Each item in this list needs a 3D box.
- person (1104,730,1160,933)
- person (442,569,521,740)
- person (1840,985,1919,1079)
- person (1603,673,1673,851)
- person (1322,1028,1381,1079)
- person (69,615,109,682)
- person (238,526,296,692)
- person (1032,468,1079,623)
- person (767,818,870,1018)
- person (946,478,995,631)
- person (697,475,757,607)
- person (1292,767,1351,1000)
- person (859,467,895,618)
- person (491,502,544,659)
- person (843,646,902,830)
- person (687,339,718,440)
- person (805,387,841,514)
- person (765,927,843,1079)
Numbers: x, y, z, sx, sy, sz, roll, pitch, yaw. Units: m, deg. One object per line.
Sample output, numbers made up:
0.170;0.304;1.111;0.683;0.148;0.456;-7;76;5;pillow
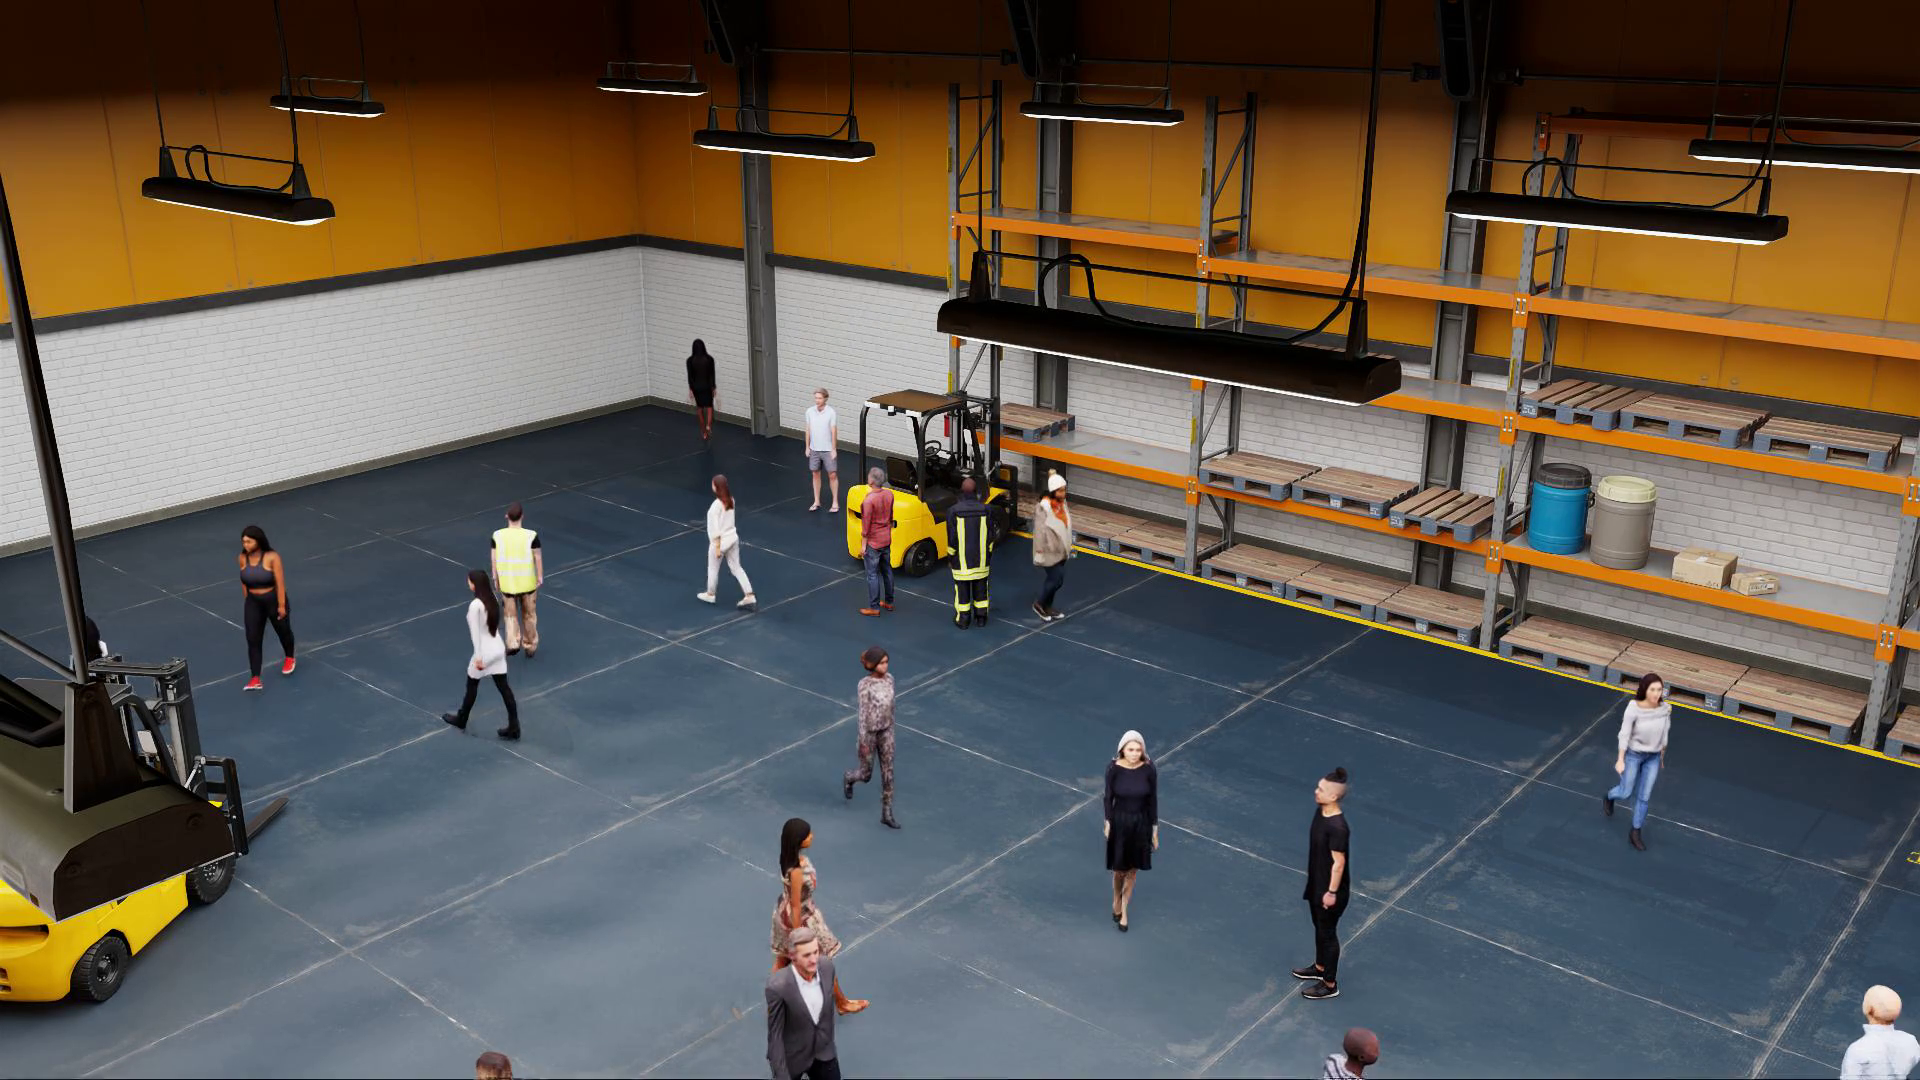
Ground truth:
1.351;2.301;13.304;0.763;1.735;0.823;-1;19;-4;person
-4.633;1.176;16.596;1.170;1.766;0.874;7;20;19;person
5.369;3.493;9.748;1.106;1.747;1.235;-4;19;-11;person
5.970;1.900;14.682;0.922;1.615;0.986;-2;19;-6;person
2.084;3.566;9.487;0.910;1.775;0.847;-3;19;-9;person
-8.099;1.515;15.717;0.913;1.685;0.839;1;19;2;person
-7.477;0.690;18.050;1.213;1.760;1.213;0;19;1;person
1.013;0.051;19.751;0.737;1.886;0.771;10;21;28;person
-1.267;2.780;12.068;1.040;1.617;1.033;-5;19;-14;person
0.119;0.143;19.579;0.861;1.821;0.892;-4;19;-12;person
-2.780;0.046;20.130;1.113;1.653;0.745;10;21;28;person
2.737;2.534;12.410;0.810;1.864;0.766;-1;19;-2;person
-0.989;0.004;19.971;0.531;1.834;0.678;14;23;37;person
-4.930;0.493;18.525;0.915;1.830;0.977;-4;19;-11;person
-0.805;1.758;14.982;0.739;1.694;1.045;-13;23;-34;person
-4.244;-2.460;27.491;0.921;1.705;0.999;-3;19;-8;person
-1.959;-1.311;23.884;0.620;1.828;0.767;6;19;17;person
-1.037;3.216;10.483;0.904;1.802;1.226;-14;23;-36;person
